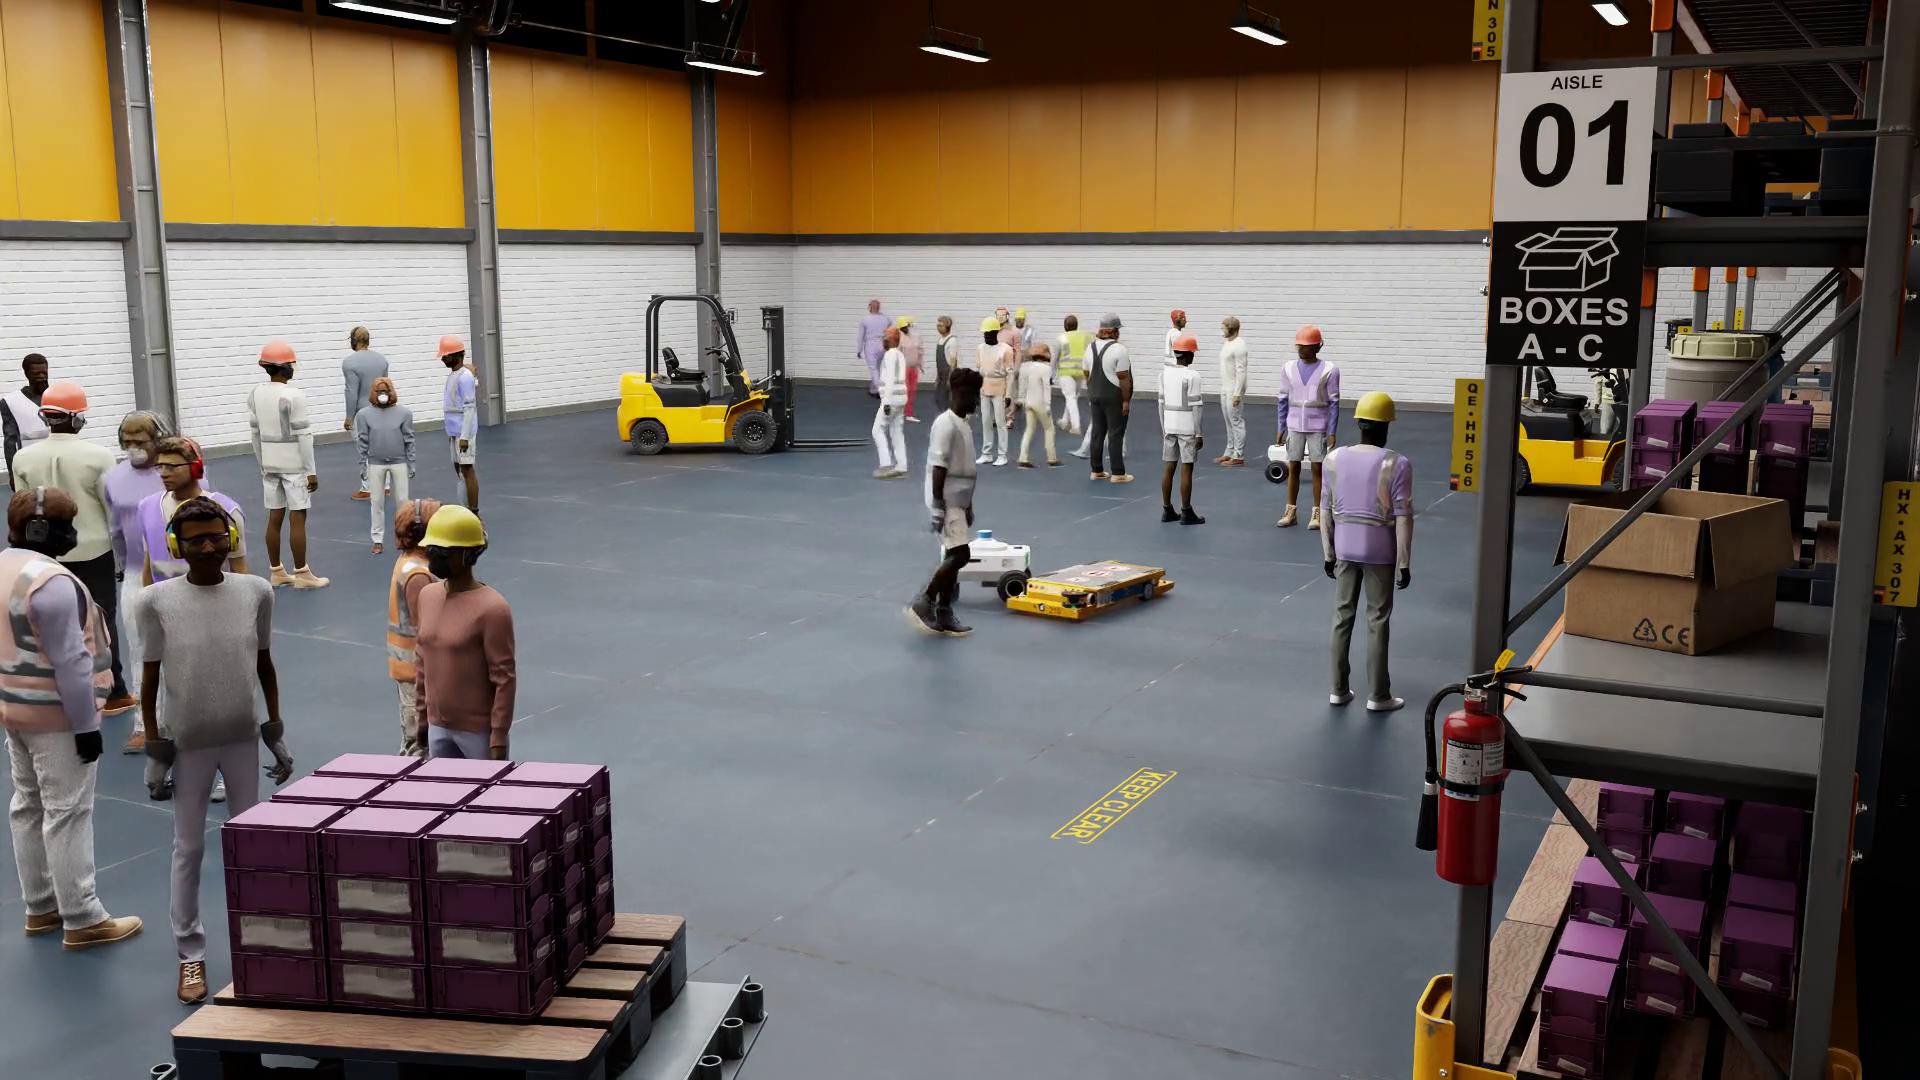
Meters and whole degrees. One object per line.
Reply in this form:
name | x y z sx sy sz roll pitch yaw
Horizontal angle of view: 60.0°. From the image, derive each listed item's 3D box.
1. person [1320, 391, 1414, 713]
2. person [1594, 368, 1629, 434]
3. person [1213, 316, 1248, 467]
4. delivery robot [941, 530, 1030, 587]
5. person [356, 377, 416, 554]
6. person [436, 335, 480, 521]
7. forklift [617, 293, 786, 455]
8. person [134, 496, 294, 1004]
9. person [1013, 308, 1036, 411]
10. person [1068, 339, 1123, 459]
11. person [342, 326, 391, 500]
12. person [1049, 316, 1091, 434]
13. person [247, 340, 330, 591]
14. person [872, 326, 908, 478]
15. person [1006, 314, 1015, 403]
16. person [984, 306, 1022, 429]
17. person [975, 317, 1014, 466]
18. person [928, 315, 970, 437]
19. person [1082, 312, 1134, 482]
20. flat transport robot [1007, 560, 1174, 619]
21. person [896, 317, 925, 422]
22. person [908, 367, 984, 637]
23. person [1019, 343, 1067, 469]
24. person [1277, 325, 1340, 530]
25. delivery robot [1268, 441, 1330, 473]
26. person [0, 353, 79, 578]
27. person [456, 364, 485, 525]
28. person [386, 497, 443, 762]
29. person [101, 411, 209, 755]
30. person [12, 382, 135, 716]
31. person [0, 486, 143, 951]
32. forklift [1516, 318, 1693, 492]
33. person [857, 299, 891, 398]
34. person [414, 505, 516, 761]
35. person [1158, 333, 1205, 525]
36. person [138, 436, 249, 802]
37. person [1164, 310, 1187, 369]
person | 2.444 0.072 9.987 0.588 1.927 0.370 8 13 39
person | 8.251 -1.750 20.810 0.600 1.830 0.404 4 11 22
person | 3.510 -1.906 21.414 0.372 1.936 0.629 -1 10 -6
delivery robot | 0.197 0.164 13.153 0.707 0.478 0.477 0 10 1
person | -5.241 -0.681 15.224 0.502 1.626 0.281 -3 10 -17
person | -5.039 -1.090 16.695 0.366 1.933 0.544 -6 11 -31
forklift | -3.588 -2.317 23.042 2.313 2.155 1.214 -1 10 -5
person | -2.754 0.758 6.178 0.520 1.873 0.328 -8 13 -38
person | 1.012 -3.141 29.011 0.580 1.770 0.969 3 10 14
person | 1.820 -1.865 22.125 0.783 1.603 0.522 1 10 6
person | -6.616 -1.409 18.527 0.374 1.941 0.627 4 11 24
person | 1.669 -2.529 25.439 0.649 1.791 0.952 -4 11 -24
person | -5.476 -0.601 13.535 0.608 2.048 0.365 4 11 24
person | -0.837 -1.667 20.296 0.476 1.848 0.675 3 10 19
person | 0.794 -3.311 30.237 0.532 1.697 0.319 5 11 28
person | 0.632 -2.690 26.021 0.651 1.912 0.410 5 11 25
person | 0.417 -1.916 21.498 0.594 1.924 0.382 8 13 39
person | -0.170 -2.426 24.713 0.627 1.830 0.535 -4 10 -21
person | 1.833 -1.720 20.032 0.537 2.000 0.686 -8 13 -41
flat transport robot | 1.044 0.369 13.058 0.652 0.197 1.431 7 12 36
person | -0.845 -2.765 27.045 0.557 1.726 0.322 -6 12 -33
person | -0.053 -0.270 11.957 0.403 1.930 0.677 2 10 13
person | 1.068 -1.706 21.195 0.727 1.597 0.550 -6 11 -30
person | 3.445 -1.117 16.537 0.615 2.039 0.386 5 11 29
delivery robot | 4.068 -1.009 19.945 0.707 0.478 0.477 3 10 18
person | -7.681 -0.606 13.936 0.376 1.917 0.600 7 12 34
person | -4.987 -0.964 16.837 0.270 1.631 0.507 -3 10 -18
person | -2.461 0.621 7.633 0.314 1.641 0.515 -4 11 -22
person | -4.502 0.185 9.474 0.639 1.896 1.032 0 10 0
person | -5.221 0.064 9.837 0.612 1.995 0.376 -1 10 -4
person | -3.591 0.702 6.605 0.619 1.839 0.430 7 12 36
forklift | 7.066 -1.601 18.899 2.313 2.155 1.214 5 11 27
person | -1.617 -3.644 31.679 0.655 1.870 0.950 -5 11 -27
person | -1.973 0.735 6.606 0.525 1.772 0.309 6 12 32
person | 2.259 -1.122 16.872 0.359 1.938 0.545 -8 13 -40
person | -3.830 0.392 8.368 0.564 1.847 0.396 2 10 12
person | 3.287 -2.555 25.326 0.356 1.883 0.573 -1 10 -4
